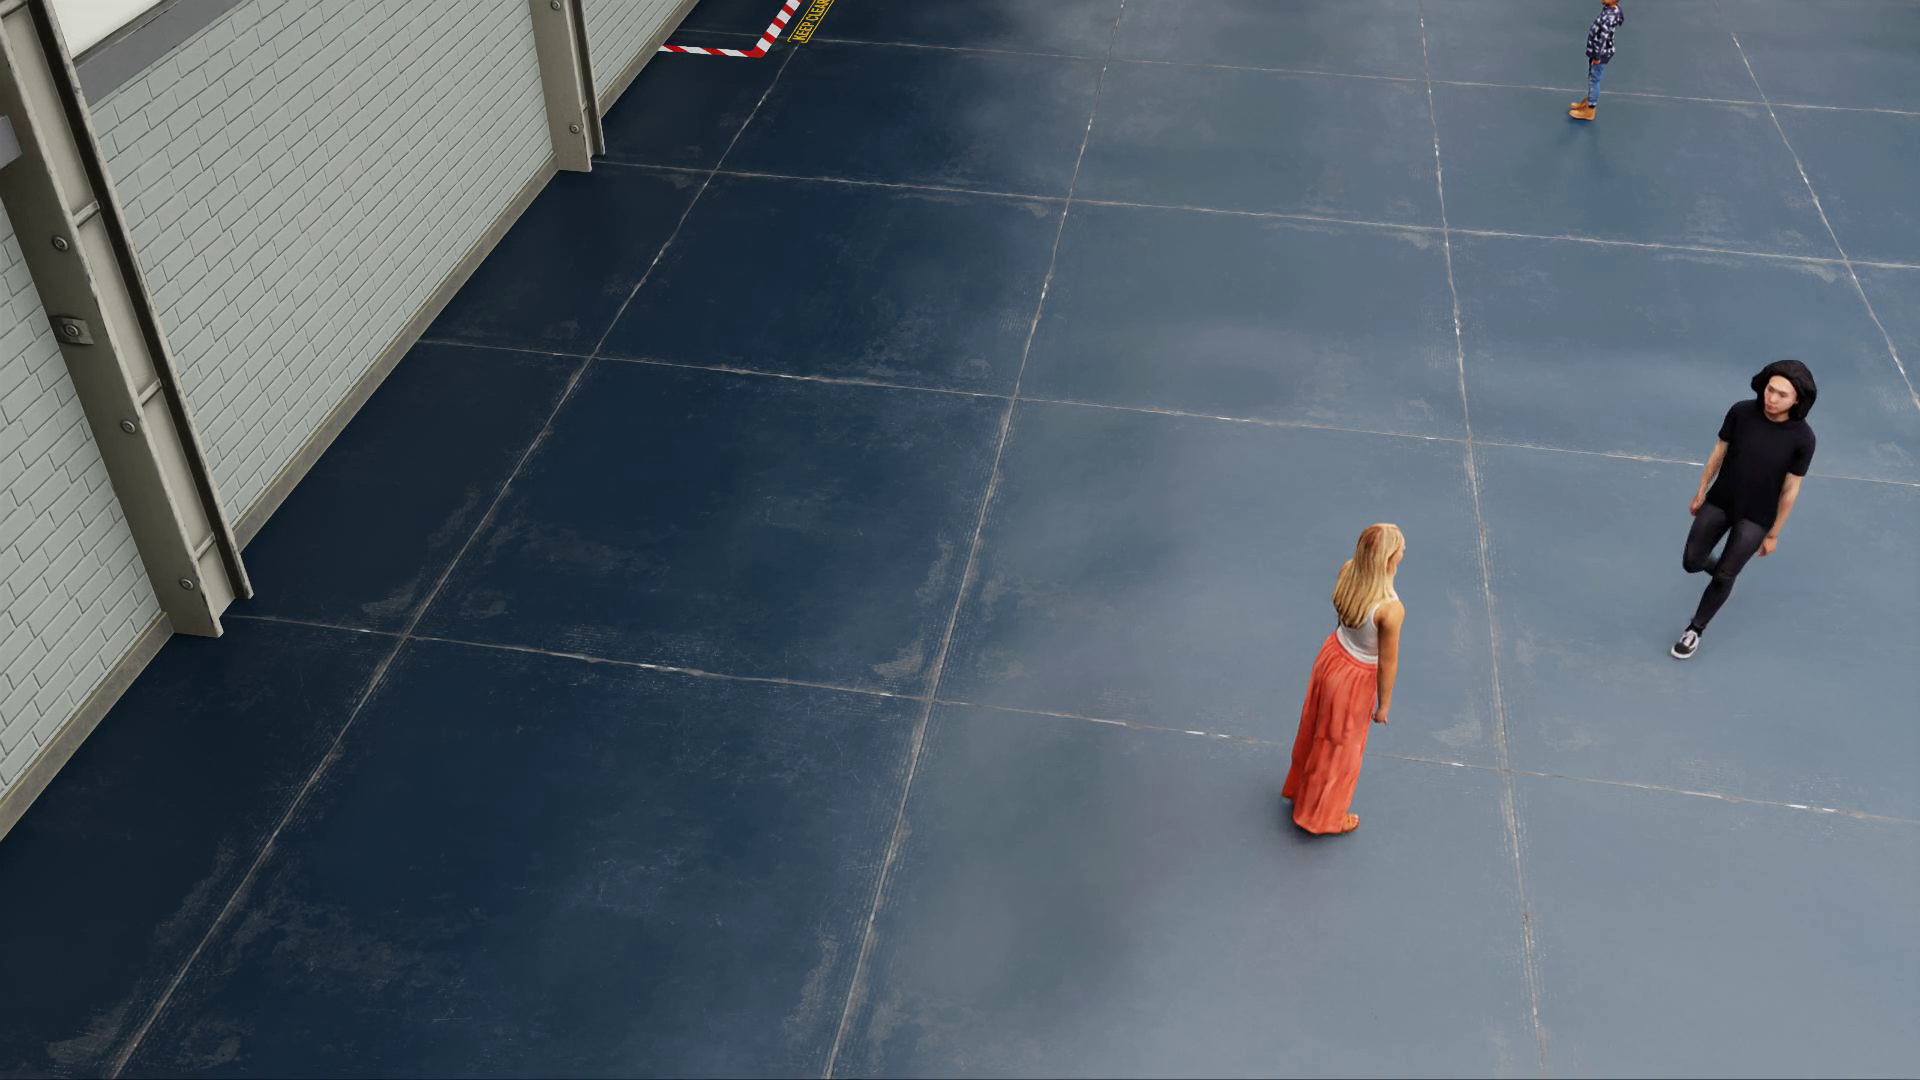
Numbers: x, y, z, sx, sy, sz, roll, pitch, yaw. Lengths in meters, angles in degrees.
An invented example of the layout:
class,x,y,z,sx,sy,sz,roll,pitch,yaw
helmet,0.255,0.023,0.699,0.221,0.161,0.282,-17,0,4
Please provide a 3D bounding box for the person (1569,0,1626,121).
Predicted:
class,x,y,z,sx,sy,sz,roll,pitch,yaw
person,5.589,-4.295,14.485,0.571,1.252,0.454,10,39,13

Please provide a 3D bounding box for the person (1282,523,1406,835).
class,x,y,z,sx,sy,sz,roll,pitch,yaw
person,1.798,0.649,7.720,0.775,1.801,0.685,-12,40,-15

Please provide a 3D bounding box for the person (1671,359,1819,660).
class,x,y,z,sx,sy,sz,roll,pitch,yaw
person,4.165,-0.204,8.796,0.998,1.820,0.908,-31,48,-33
